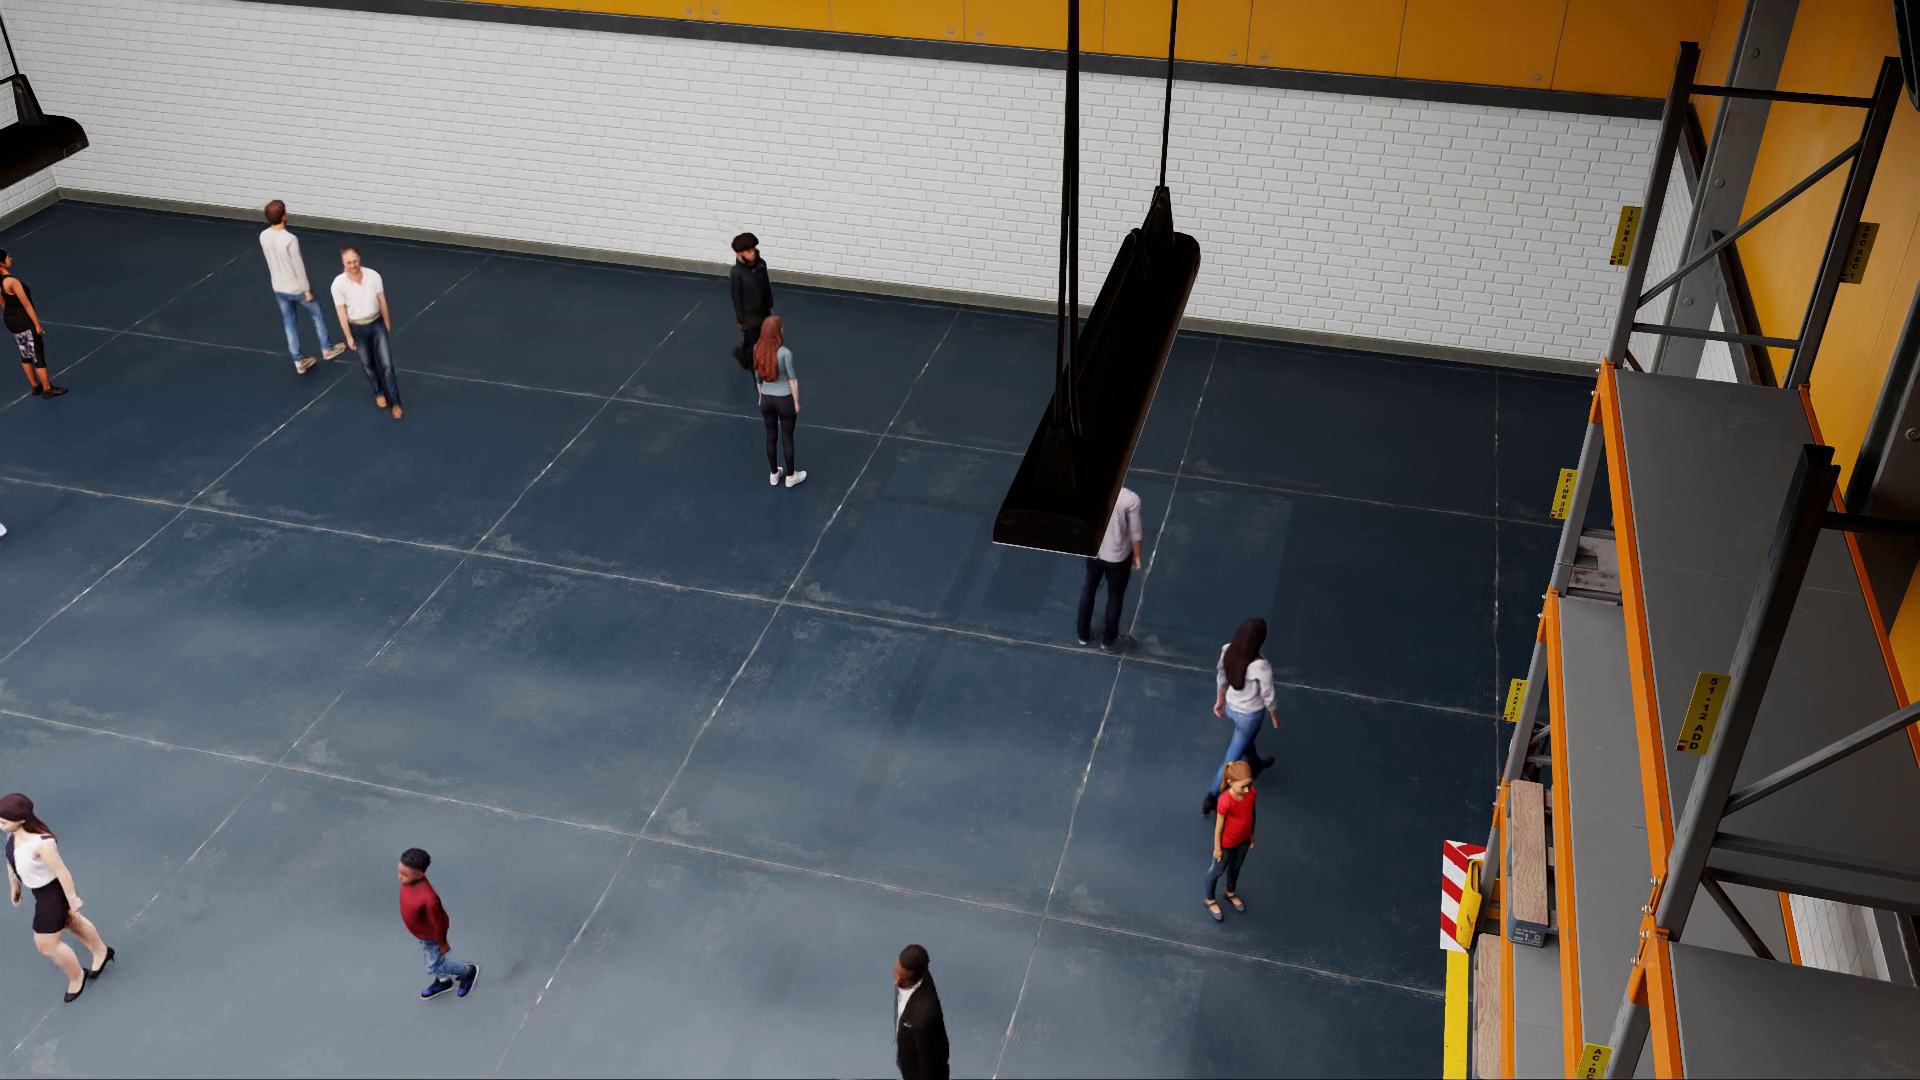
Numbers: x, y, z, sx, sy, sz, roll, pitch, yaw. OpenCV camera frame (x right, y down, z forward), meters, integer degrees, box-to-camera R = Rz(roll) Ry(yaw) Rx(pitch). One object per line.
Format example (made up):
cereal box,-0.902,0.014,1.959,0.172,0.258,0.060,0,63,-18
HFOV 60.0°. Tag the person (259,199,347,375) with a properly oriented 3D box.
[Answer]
person,-7.077,-2.618,17.487,0.705,1.887,0.859,10,35,15

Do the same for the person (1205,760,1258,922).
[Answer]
person,1.814,1.974,11.101,0.549,1.307,0.610,-18,38,-25

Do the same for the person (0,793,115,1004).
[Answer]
person,-5.655,2.180,10.499,0.674,1.632,0.748,22,39,29

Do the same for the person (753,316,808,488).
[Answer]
person,-1.714,-1.298,15.631,0.612,1.742,0.586,14,36,21

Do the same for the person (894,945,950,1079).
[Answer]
person,-0.206,2.891,9.283,0.925,1.793,0.727,-2,34,-3

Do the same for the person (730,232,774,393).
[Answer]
person,-2.186,-2.381,17.245,0.950,1.760,1.013,26,42,34

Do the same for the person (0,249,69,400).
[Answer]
person,-9.665,-2.245,17.130,0.619,1.661,0.574,16,37,23

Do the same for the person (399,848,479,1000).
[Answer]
person,-3.294,2.406,10.506,0.706,1.248,0.644,-22,40,-30

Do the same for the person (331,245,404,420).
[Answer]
person,-6.054,-2.193,16.899,0.950,1.830,1.048,-13,36,-18

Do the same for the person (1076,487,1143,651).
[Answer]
person,1.206,0.094,13.460,0.664,1.827,0.754,-29,43,-36

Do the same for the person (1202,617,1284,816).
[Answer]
person,1.976,1.291,11.872,1.099,1.592,1.022,-20,38,-27
